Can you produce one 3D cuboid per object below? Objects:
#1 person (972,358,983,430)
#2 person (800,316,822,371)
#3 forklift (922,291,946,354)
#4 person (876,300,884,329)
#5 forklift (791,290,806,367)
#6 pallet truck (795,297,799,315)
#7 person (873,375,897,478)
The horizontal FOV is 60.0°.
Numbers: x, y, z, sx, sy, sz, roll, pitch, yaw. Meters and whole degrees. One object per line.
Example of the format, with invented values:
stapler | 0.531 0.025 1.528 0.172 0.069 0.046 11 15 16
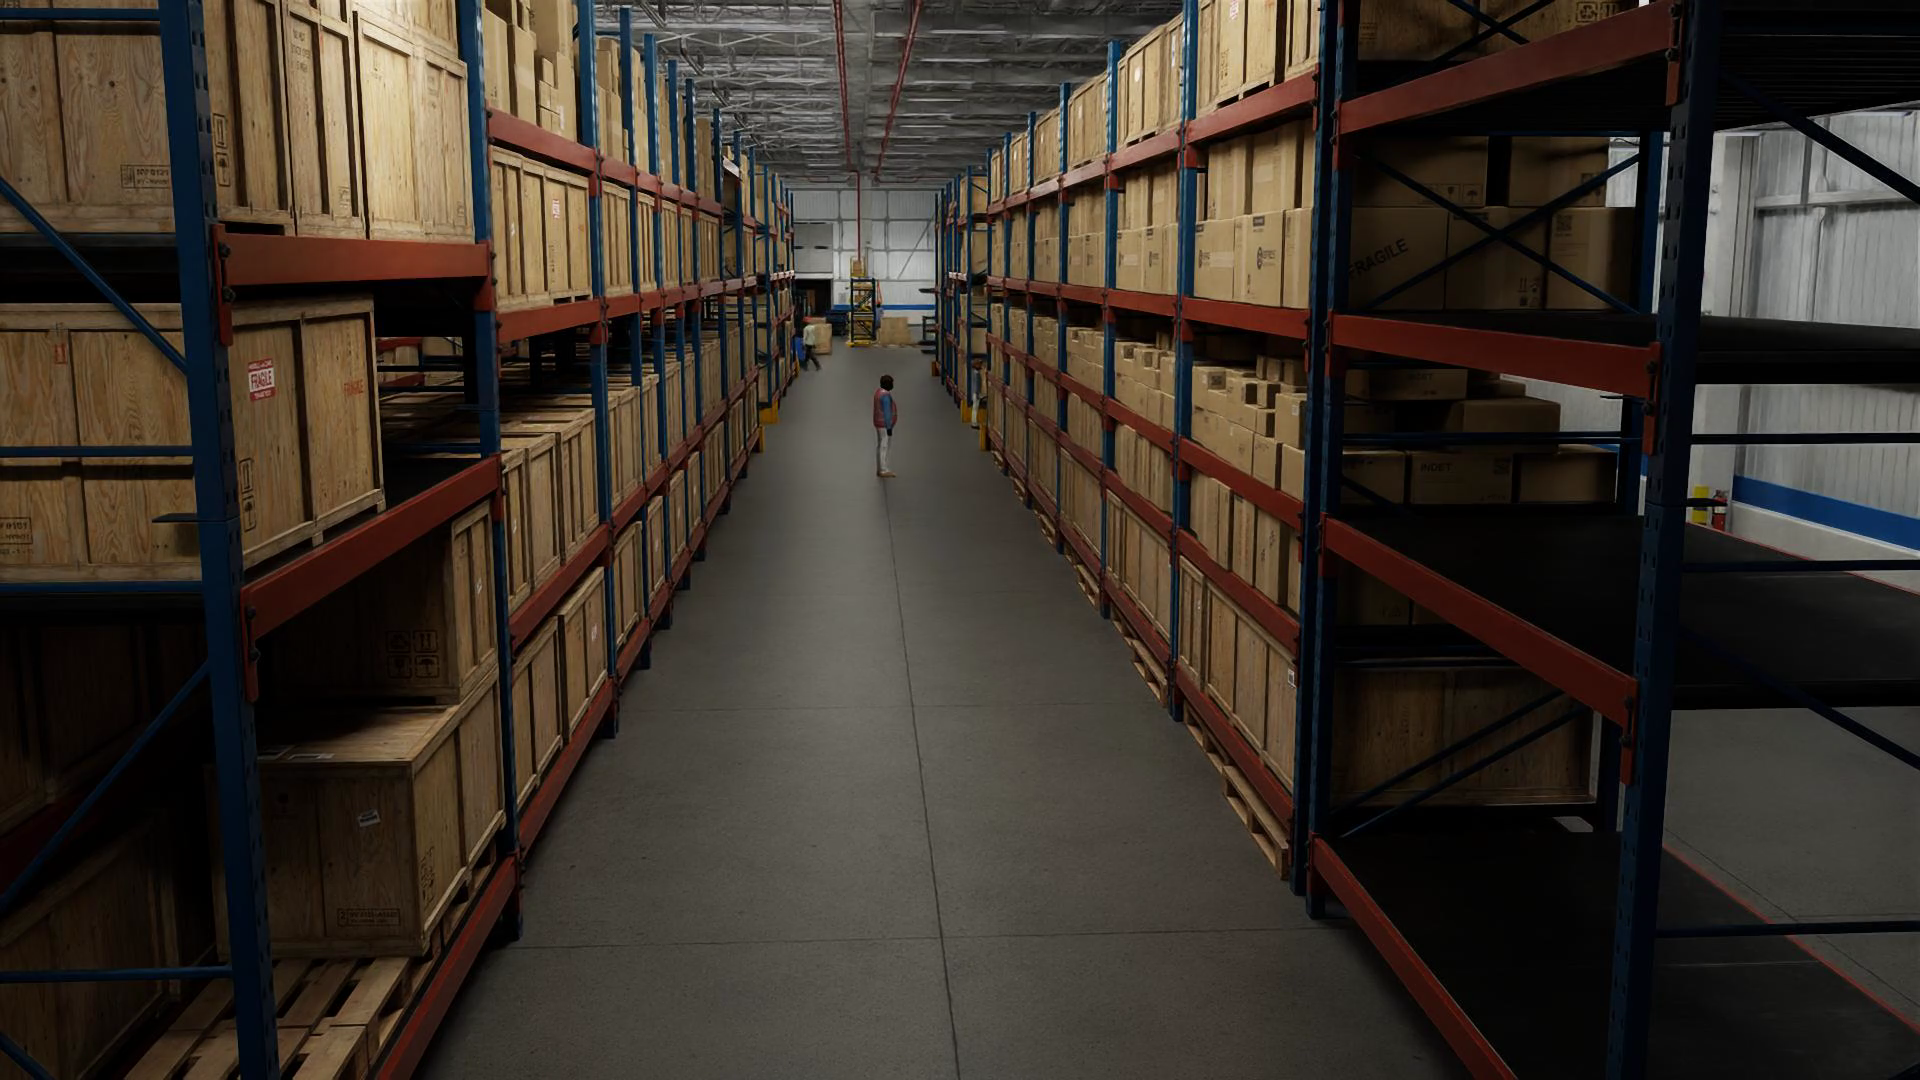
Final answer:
person | 0.403 -3.358 38.246 0.274 1.631 0.507 0 10 -1
person | -5.247 -6.884 58.340 0.855 1.968 0.627 3 10 19
forklift | -0.641 -9.145 69.096 1.873 2.768 1.129 -1 10 -3
person | -4.024 -10.869 82.206 0.545 1.938 0.355 7 12 38
forklift | -6.076 -7.676 60.322 1.129 2.768 1.873 -1 10 -3
pallet truck | -8.622 -12.439 91.403 1.885 1.965 0.823 2 10 13
person | -1.335 -2.034 29.754 0.429 1.836 0.632 -3 10 -15
